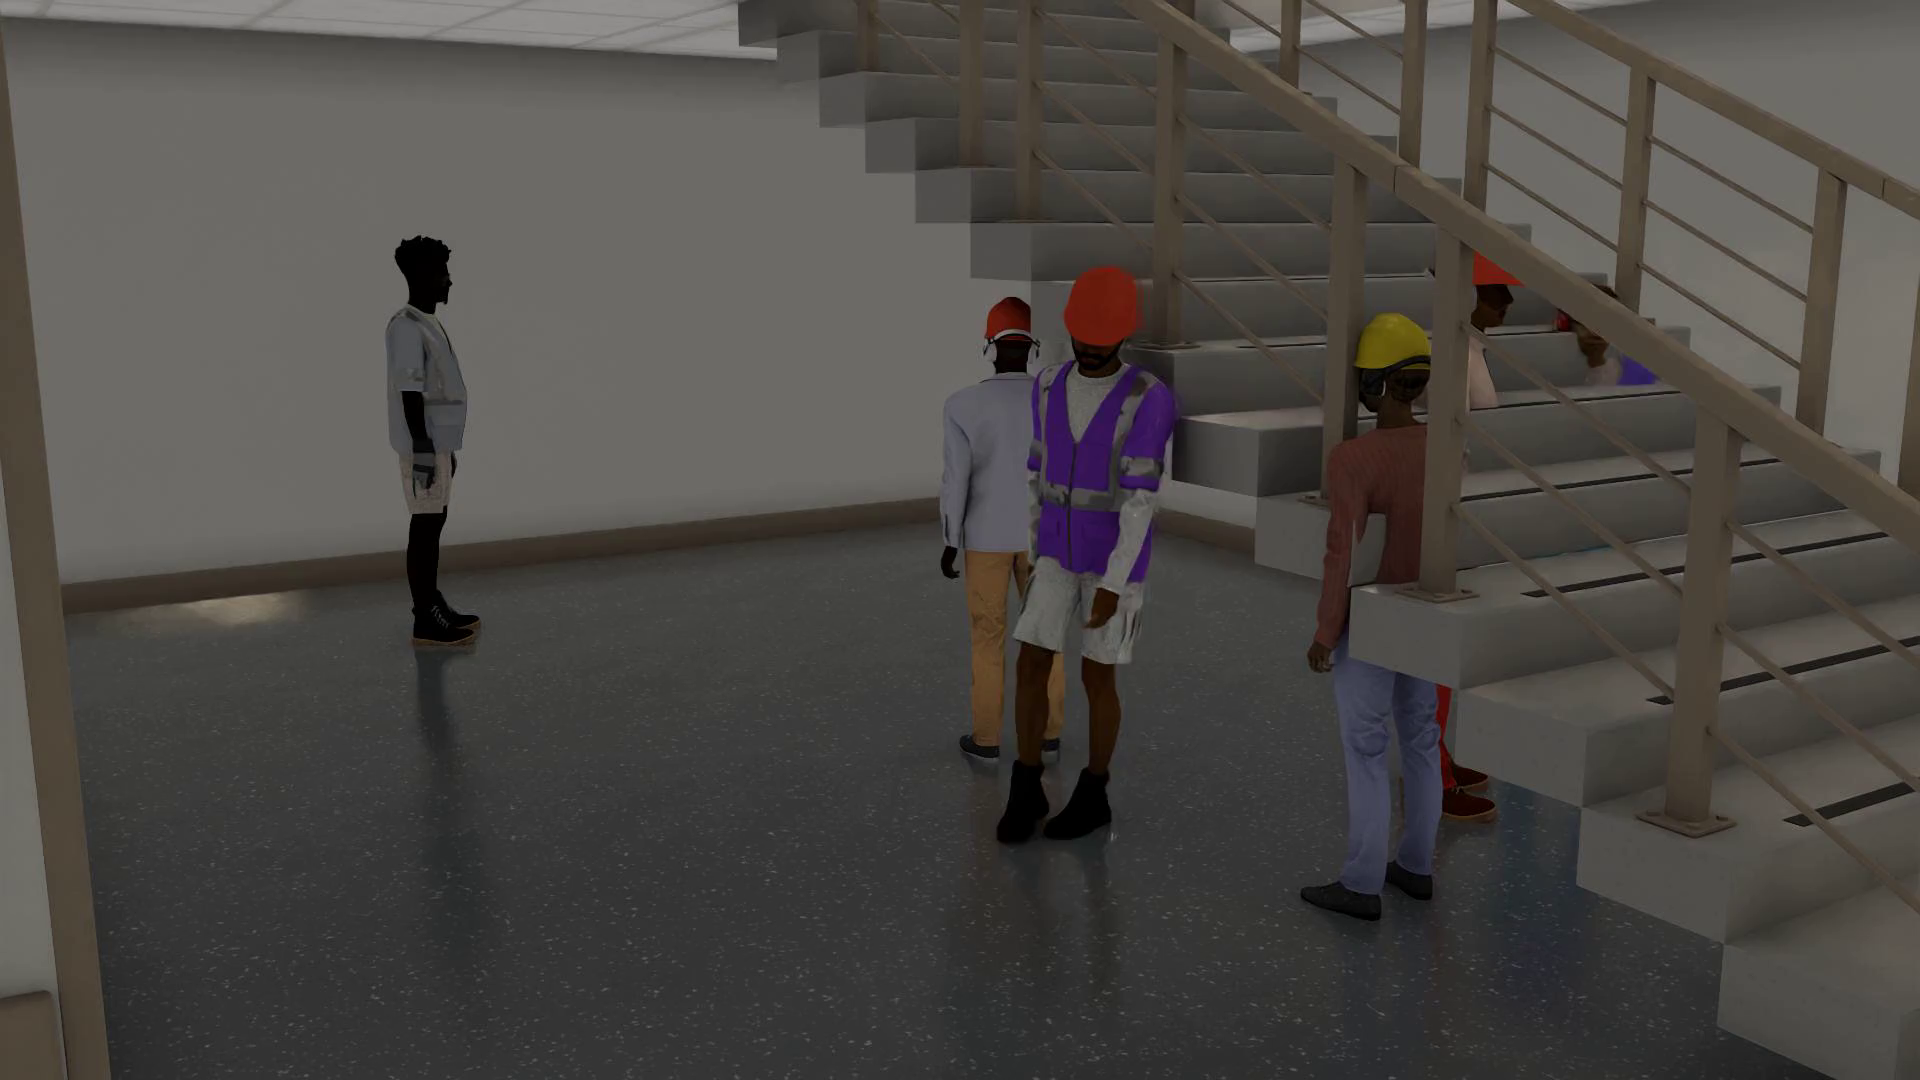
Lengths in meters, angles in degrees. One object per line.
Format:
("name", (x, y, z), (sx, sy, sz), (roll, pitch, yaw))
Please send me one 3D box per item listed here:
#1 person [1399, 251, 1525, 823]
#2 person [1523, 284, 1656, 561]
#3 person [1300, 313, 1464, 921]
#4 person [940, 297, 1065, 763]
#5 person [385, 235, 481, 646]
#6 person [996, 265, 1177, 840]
("person", (1.702, -0.047, 5.714), (0.382, 1.995, 0.612), (3, 11, 15))
("person", (2.360, -0.071, 6.366), (0.560, 1.792, 0.950), (1, 11, 7))
("person", (1.232, 0.230, 4.866), (0.523, 1.769, 0.313), (-7, 13, -34))
("person", (0.189, -0.036, 6.288), (0.573, 1.749, 0.339), (-3, 11, -16))
("person", (-2.560, -0.477, 8.044), (0.368, 1.966, 0.602), (-2, 11, -9))
("person", (0.391, 0.075, 5.333), (0.576, 1.899, 0.545), (7, 13, 34))
